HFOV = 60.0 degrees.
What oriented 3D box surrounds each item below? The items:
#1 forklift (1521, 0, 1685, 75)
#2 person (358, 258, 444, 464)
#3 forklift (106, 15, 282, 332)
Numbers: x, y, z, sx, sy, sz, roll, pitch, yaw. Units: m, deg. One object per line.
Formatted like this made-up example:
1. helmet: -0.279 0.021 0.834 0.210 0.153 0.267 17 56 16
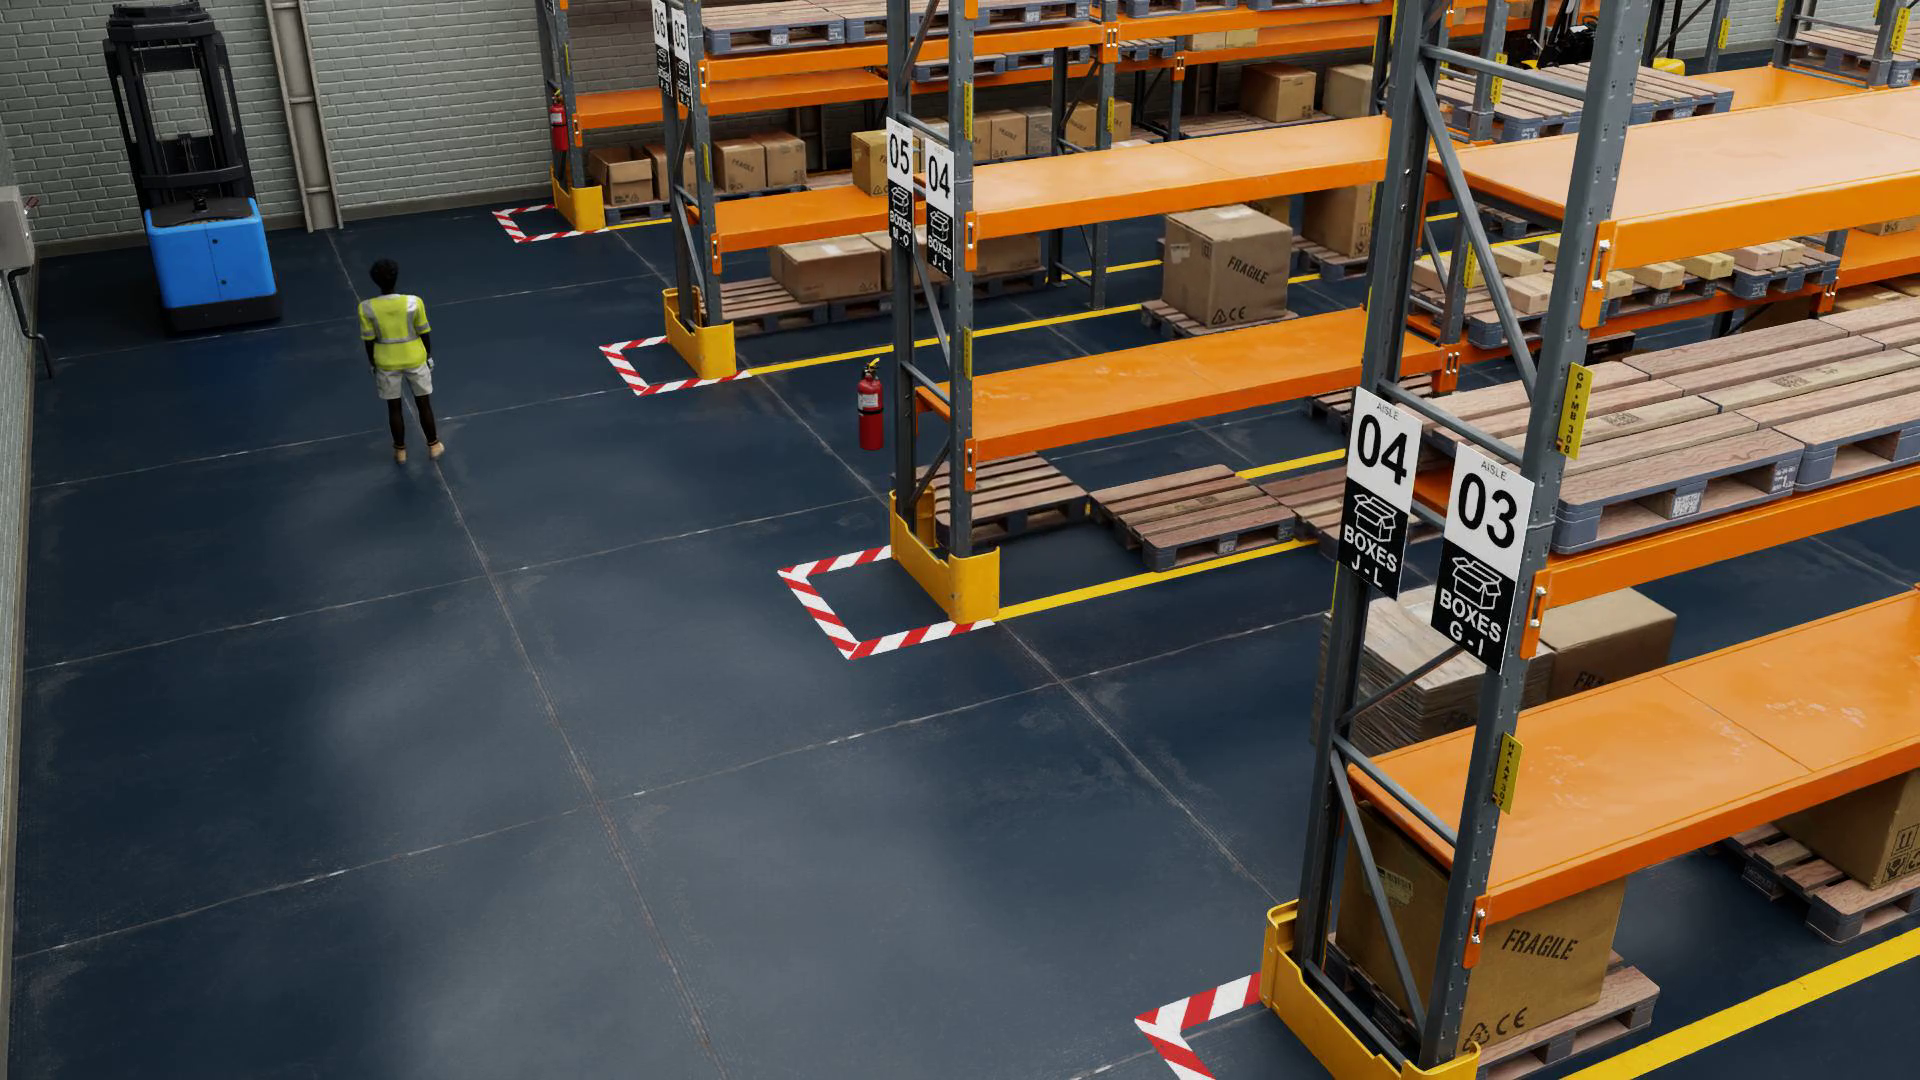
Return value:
1. forklift: 8.950 -6.807 23.056 1.214 2.155 2.313 -12 30 -22
2. person: -4.458 -1.419 13.267 0.531 1.698 0.319 -7 28 -14
3. forklift: -7.548 -3.672 16.323 1.129 2.768 1.873 -12 30 -22
